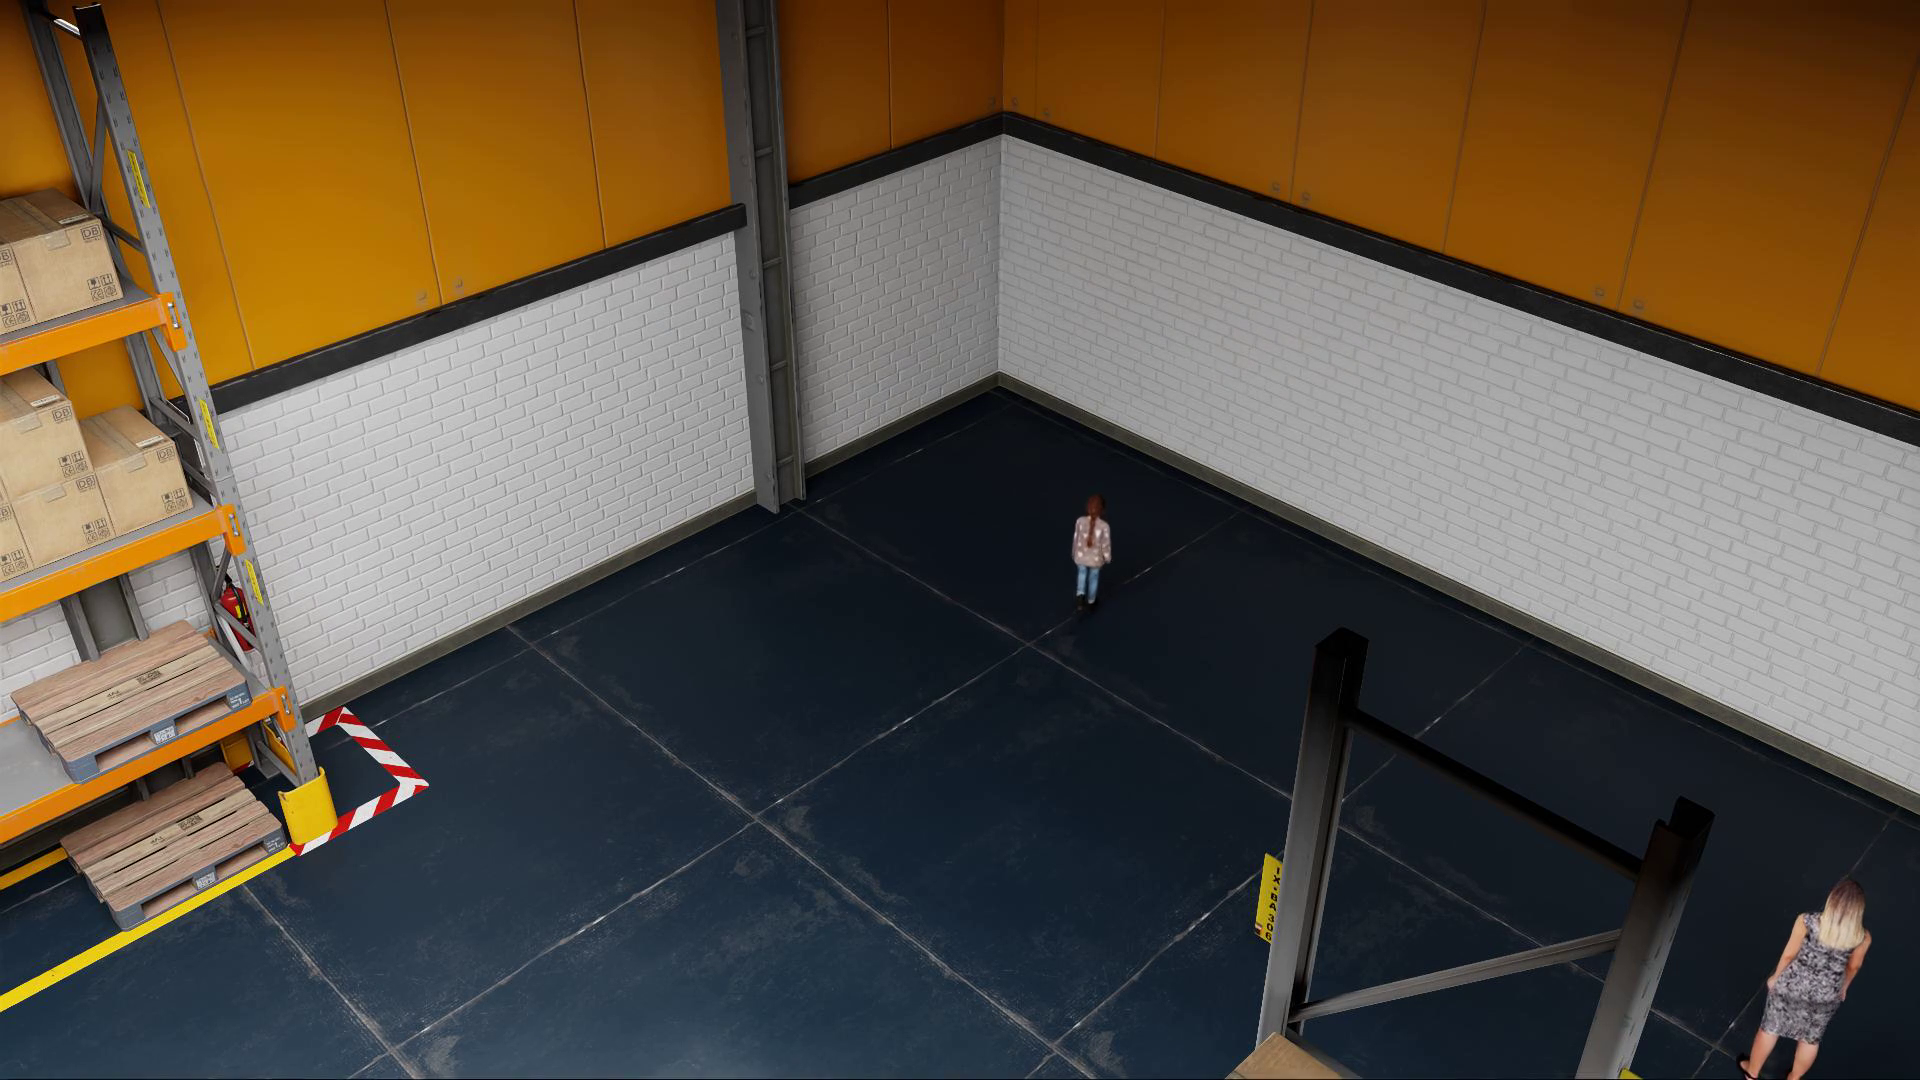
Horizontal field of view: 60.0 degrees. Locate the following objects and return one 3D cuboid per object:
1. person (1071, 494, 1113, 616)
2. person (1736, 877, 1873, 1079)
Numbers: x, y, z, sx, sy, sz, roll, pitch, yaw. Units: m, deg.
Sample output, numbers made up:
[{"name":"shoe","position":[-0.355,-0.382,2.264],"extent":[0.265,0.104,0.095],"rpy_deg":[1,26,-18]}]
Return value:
[{"name":"person","position":[1.095,0.150,14.188],"extent":[0.590,1.188,0.636],"rpy_deg":[11,35,16]},{"name":"person","position":[5.060,2.685,9.909],"extent":[0.649,1.702,0.632],"rpy_deg":[12,35,17]}]
